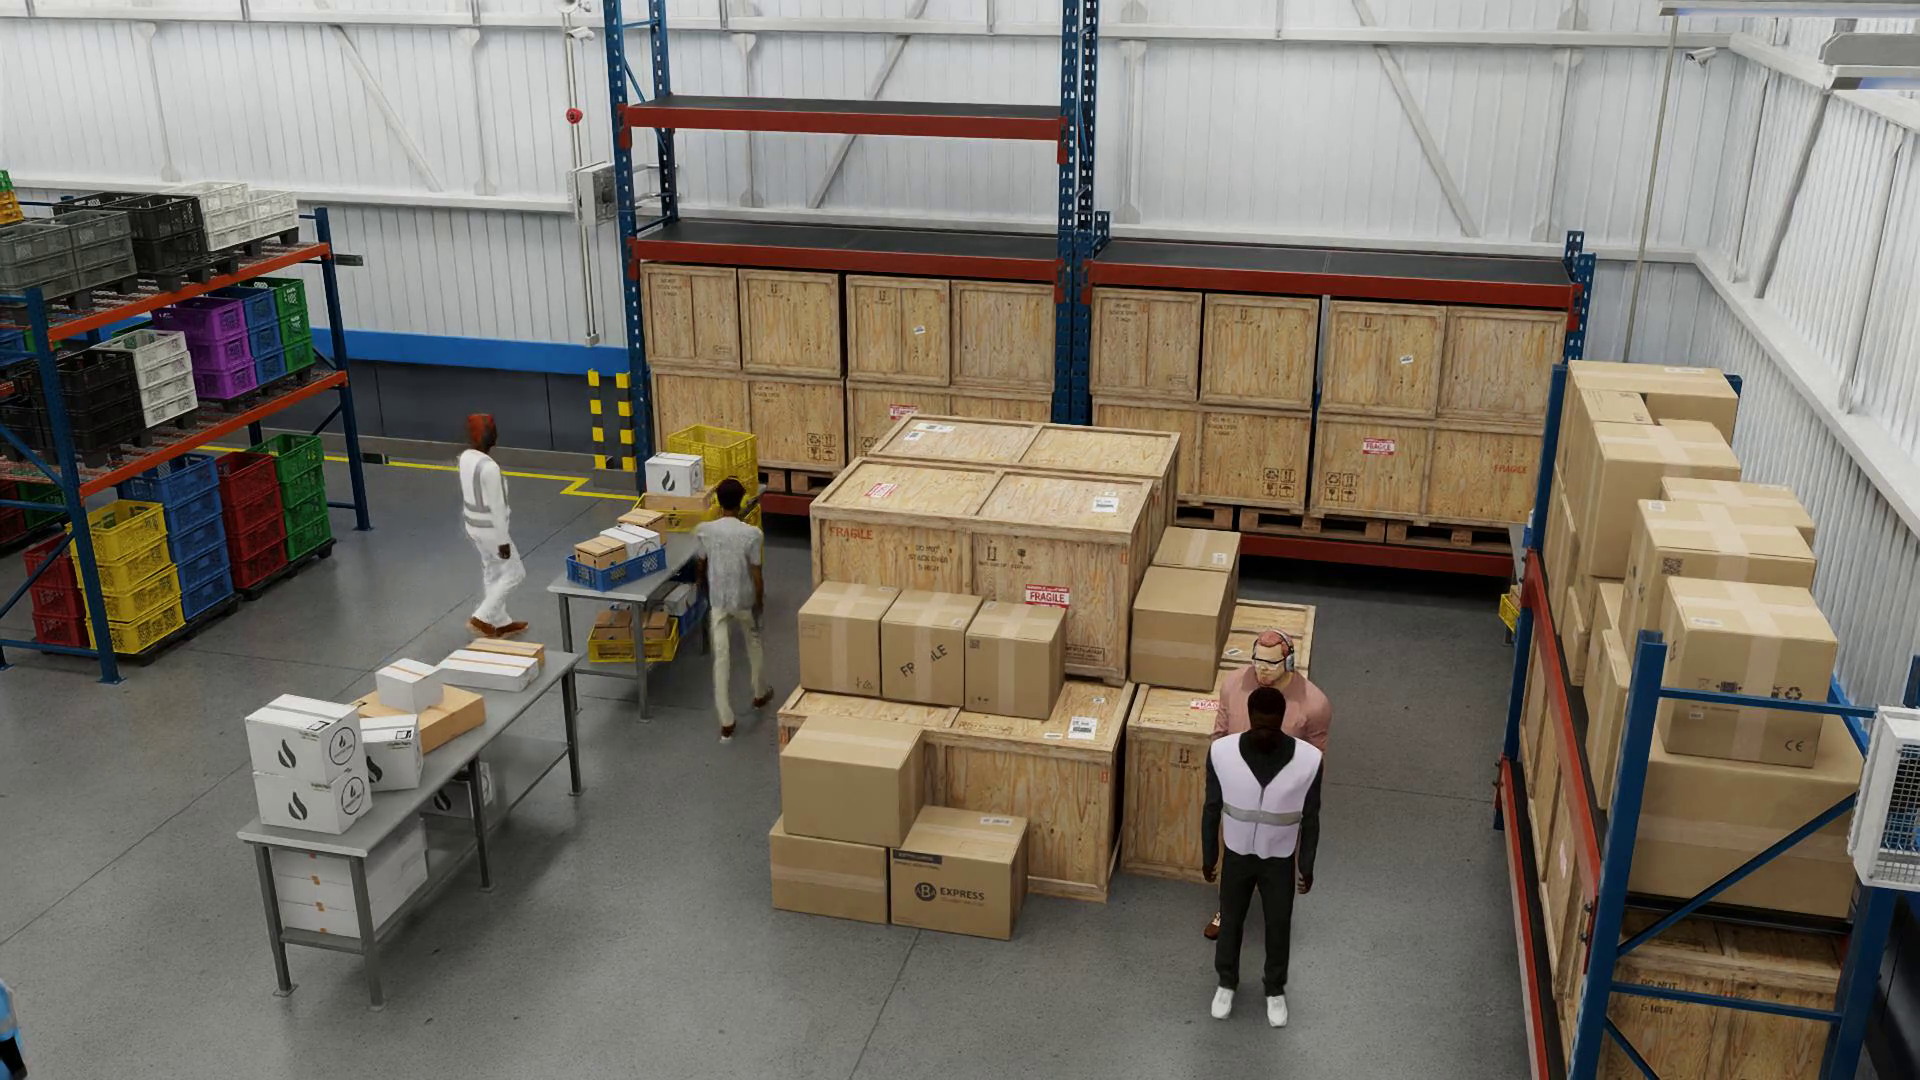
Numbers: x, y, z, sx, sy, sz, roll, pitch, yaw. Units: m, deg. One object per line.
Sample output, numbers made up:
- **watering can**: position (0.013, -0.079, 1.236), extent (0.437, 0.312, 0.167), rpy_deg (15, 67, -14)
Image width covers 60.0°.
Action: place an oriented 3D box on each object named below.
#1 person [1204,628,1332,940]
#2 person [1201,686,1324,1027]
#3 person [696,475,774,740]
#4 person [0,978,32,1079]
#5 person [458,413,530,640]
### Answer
- **person**: position (1.662, 1.373, 9.142), extent (0.649, 1.907, 0.409), rpy_deg (11, 23, 26)
- **person**: position (1.533, 1.600, 8.552), extent (0.591, 1.910, 0.386), rpy_deg (4, 21, 10)
- **person**: position (-1.586, 0.430, 11.733), extent (0.497, 1.824, 0.884), rpy_deg (1, 21, 4)
- **person**: position (-4.178, 2.279, 7.121), extent (0.534, 1.654, 0.318), rpy_deg (9, 23, 22)
- **person**: position (-3.672, -0.080, 12.980), extent (0.447, 1.875, 0.611), rpy_deg (-16, 26, -35)
